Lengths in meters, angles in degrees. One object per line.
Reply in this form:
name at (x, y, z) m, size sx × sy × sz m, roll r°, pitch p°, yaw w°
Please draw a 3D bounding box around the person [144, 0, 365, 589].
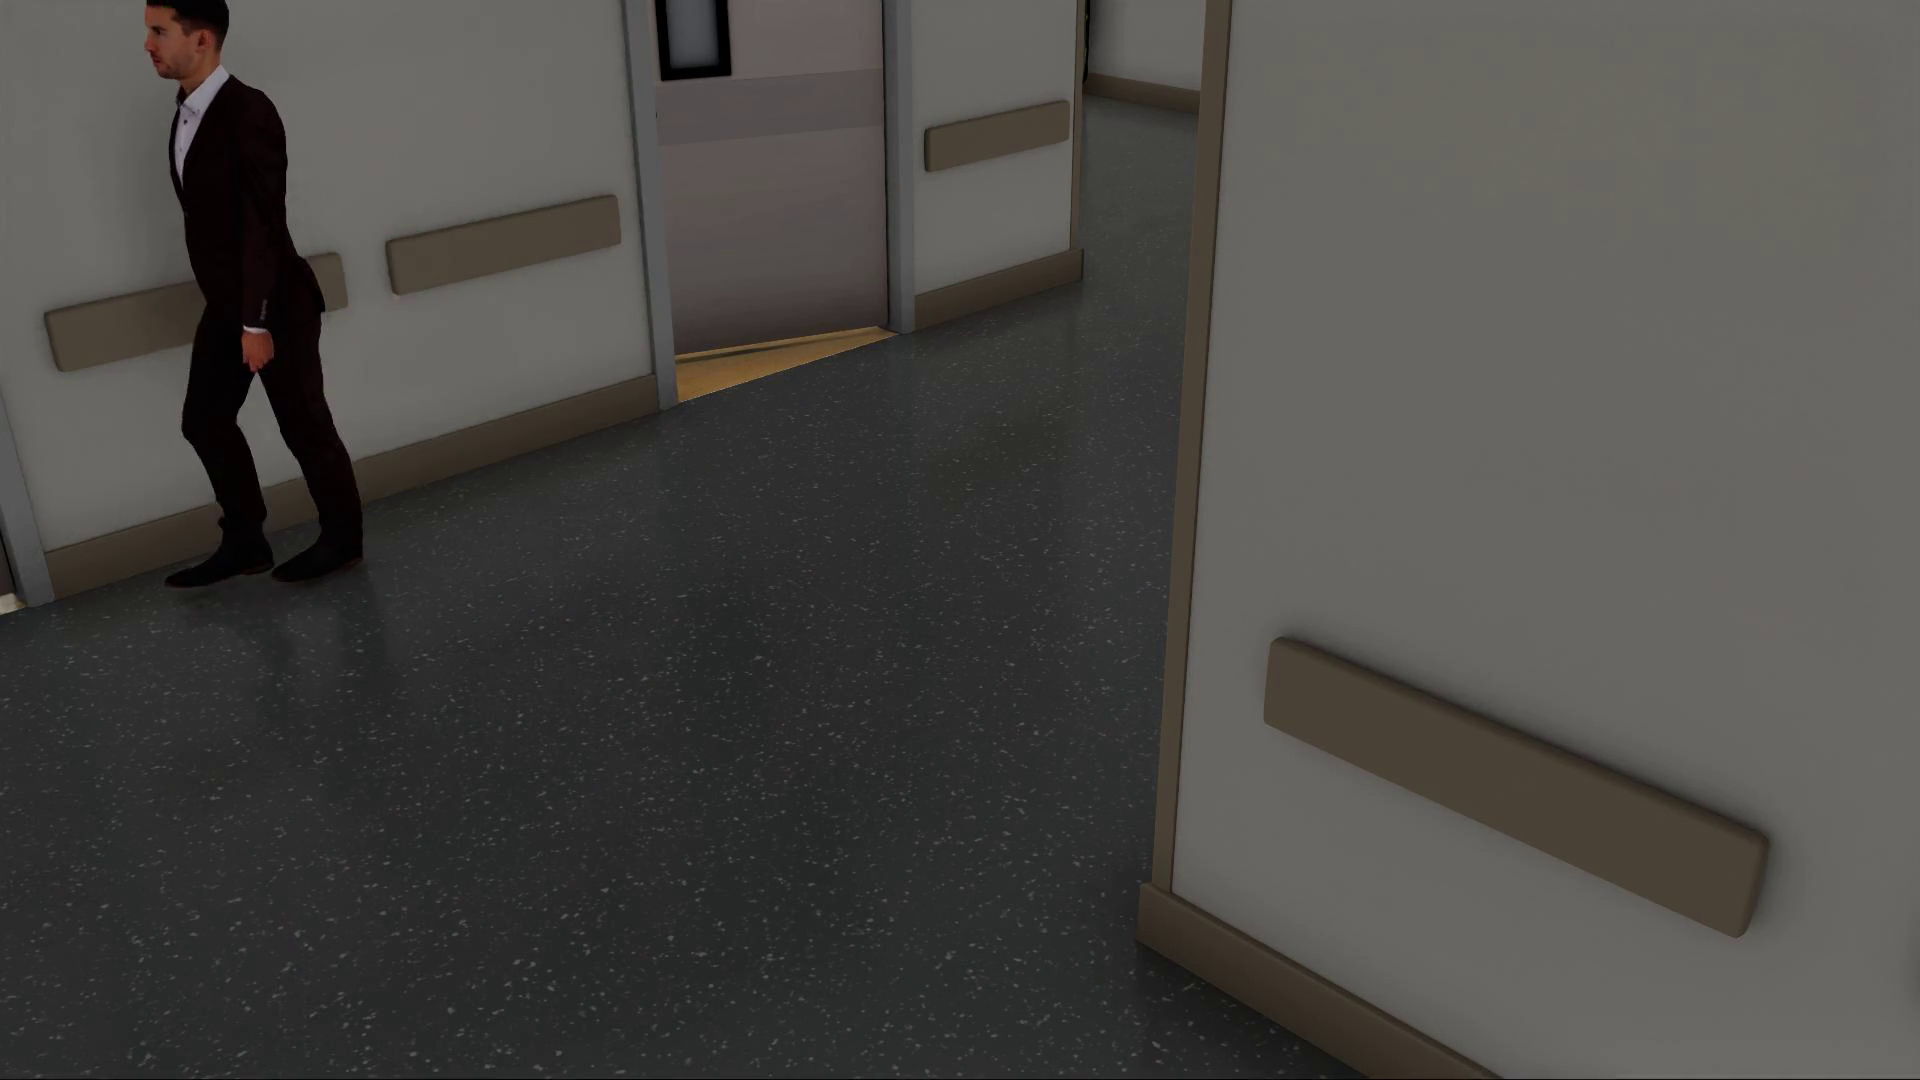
person at (-2.056, -0.746, 5.046) m, size 0.705 × 1.847 × 0.801 m, roll 23°, pitch 34°, yaw 39°
